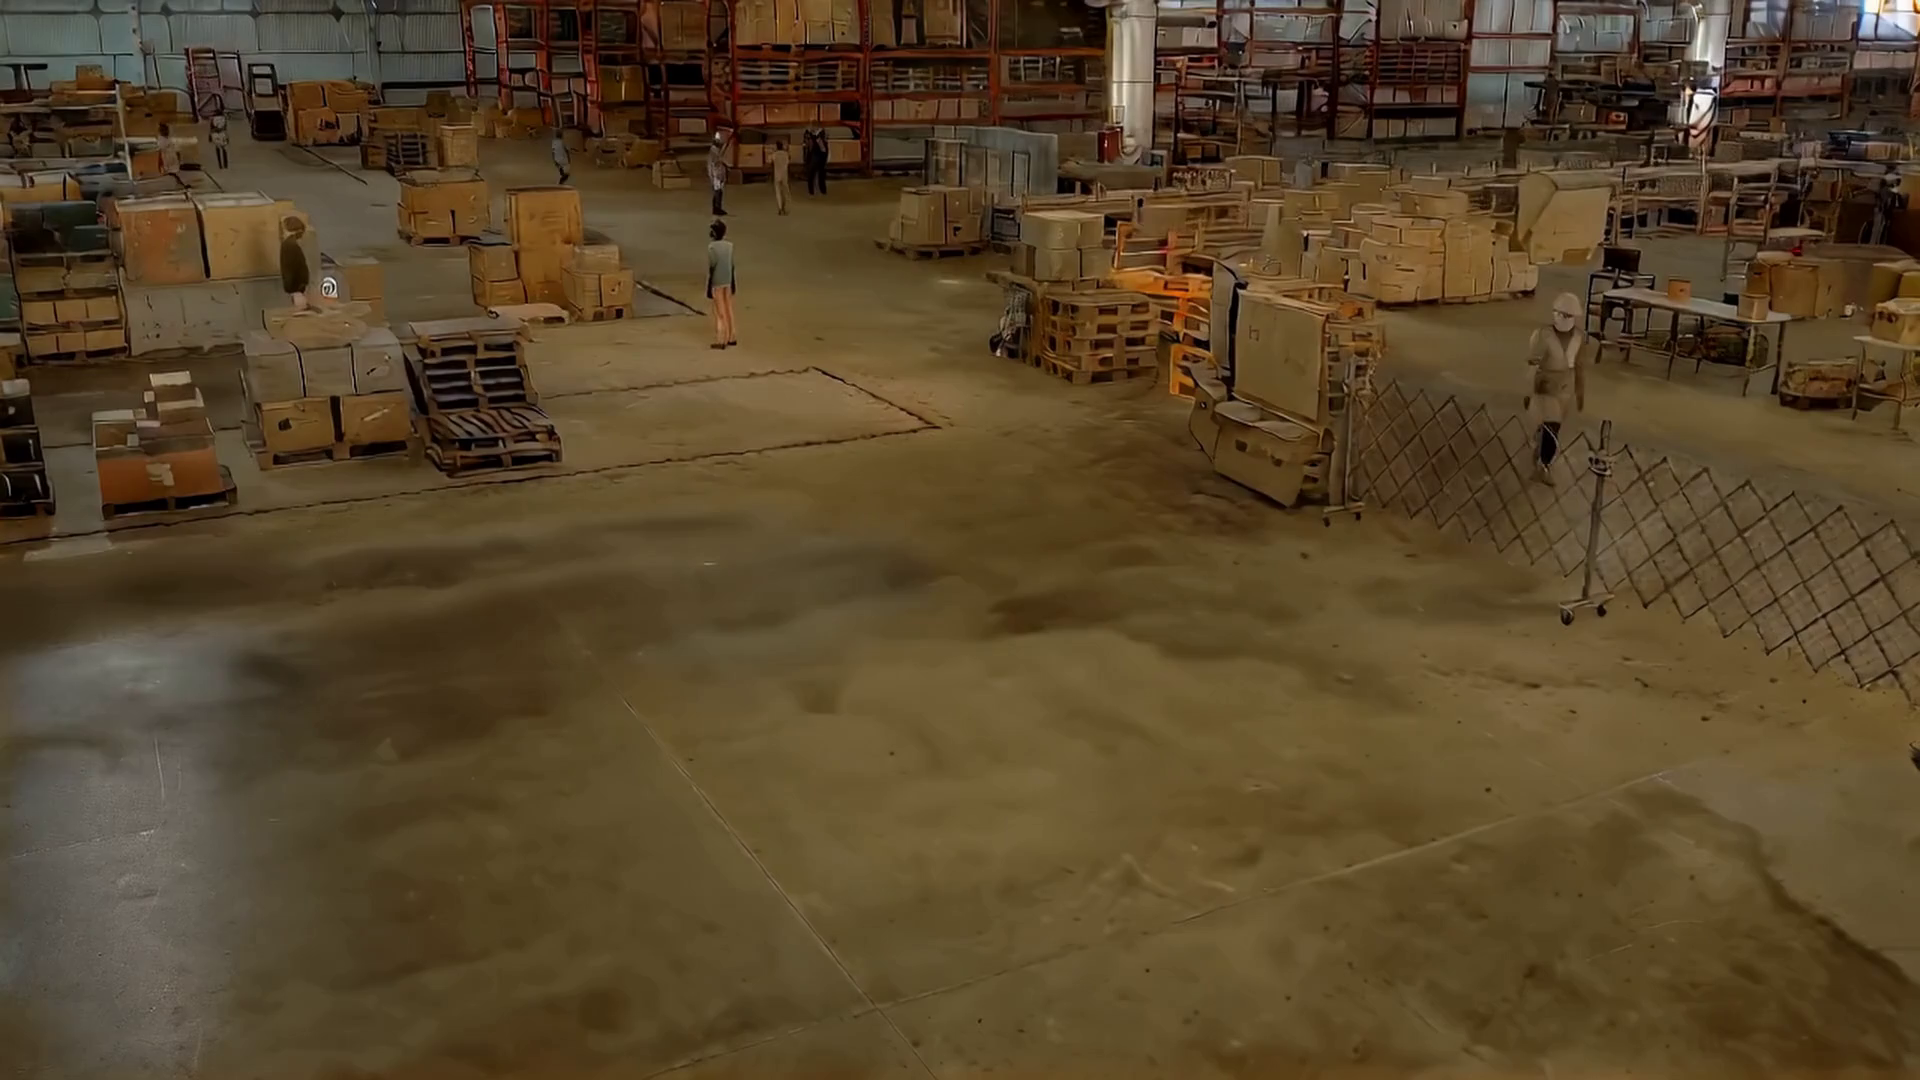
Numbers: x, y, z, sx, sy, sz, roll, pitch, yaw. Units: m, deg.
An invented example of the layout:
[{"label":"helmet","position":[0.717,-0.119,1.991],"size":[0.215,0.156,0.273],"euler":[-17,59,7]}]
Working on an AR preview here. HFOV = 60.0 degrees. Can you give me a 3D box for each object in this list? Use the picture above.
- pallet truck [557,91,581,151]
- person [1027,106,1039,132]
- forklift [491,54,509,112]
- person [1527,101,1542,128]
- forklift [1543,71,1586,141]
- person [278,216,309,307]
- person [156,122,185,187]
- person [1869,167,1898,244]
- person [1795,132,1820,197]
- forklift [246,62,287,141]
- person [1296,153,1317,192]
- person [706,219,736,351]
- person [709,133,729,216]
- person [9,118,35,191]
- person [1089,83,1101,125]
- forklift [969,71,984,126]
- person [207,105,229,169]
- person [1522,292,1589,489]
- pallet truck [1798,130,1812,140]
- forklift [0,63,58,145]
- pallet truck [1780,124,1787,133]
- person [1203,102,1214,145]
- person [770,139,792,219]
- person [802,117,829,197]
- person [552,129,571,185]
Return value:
[{"label":"pallet truck","position":[-13.495,-14.412,57.188],"size":[0.823,1.965,1.885],"euler":[-3,18,-9]},{"label":"person","position":[2.266,-13.092,53.557],"size":[0.531,1.698,0.320],"euler":[6,19,19]},{"label":"forklift","position":[-19.651,-19.550,71.784],"size":[1.873,2.768,1.129],"euler":[-9,20,-26]},{"label":"person","position":[18.634,-13.259,53.759],"size":[0.983,1.892,0.636],"euler":[-12,21,-33]},{"label":"forklift","position":[18.685,-13.231,52.085],"size":[1.873,2.768,1.129],"euler":[-9,20,-26]},{"label":"person","position":[-9.220,-3.494,23.149],"size":[0.374,1.997,0.613],"euler":[-6,19,-17]},{"label":"person","position":[-20.431,-9.837,43.052],"size":[0.616,1.927,0.978],"euler":[3,18,8]},{"label":"person","position":[18.193,-6.459,32.778],"size":[0.320,1.762,0.522],"euler":[8,19,23]},{"label":"person","position":[21.986,-9.733,43.155],"size":[0.539,1.658,0.785],"euler":[16,24,40]},{"label":"forklift","position":[-25.608,-16.177,61.268],"size":[1.129,2.768,1.873],"euler":[-9,20,-26]},{"label":"person","position":[7.285,-7.289,35.300],"size":[0.804,1.806,0.595],"euler":[-10,20,-28]},{"label":"person","position":[-3.435,-3.653,23.861],"size":[0.319,1.866,0.532],"euler":[14,23,37]},{"label":"person","position":[-5.676,-8.626,39.251],"size":[0.372,1.933,0.552],"euler":[6,19,17]},{"label":"person","position":[-25.123,-10.309,44.521],"size":[0.587,1.920,0.391],"euler":[5,19,16]},{"label":"person","position":[5.554,-18.188,69.161],"size":[0.702,1.881,0.489],"euler":[1,18,4]},{"label":"forklift","position":[0.382,-13.513,52.963],"size":[1.873,2.768,1.129],"euler":[-9,20,-26]},{"label":"person","position":[-22.734,-12.382,51.028],"size":[0.553,1.906,0.933],"euler":[-5,19,-16]},{"label":"person","position":[6.055,-1.503,16.889],"size":[0.642,2.028,0.424],"euler":[-3,18,-9]},{"label":"pallet truck","position":[25.526,-11.556,49.408],"size":[1.630,1.274,0.653],"euler":[-9,20,-26]},{"label":"forklift","position":[-33.566,-15.610,59.499],"size":[1.873,2.768,1.129],"euler":[-9,20,-26]},{"label":"pallet truck","position":[25.206,-12.542,52.601],"size":[1.601,1.201,0.680],"euler":[0,18,-2]},{"label":"person","position":[8.552,-14.348,57.590],"size":[0.525,1.616,0.505],"euler":[-1,18,-2]},{"label":"person","position":[-4.186,-8.438,38.858],"size":[0.538,1.831,0.965],"euler":[-1,18,-2]},{"label":"person","position":[-3.732,-9.926,43.132],"size":[0.687,2.000,0.538],"euler":[1,18,2]},{"label":"person","position":[-10.552,-10.020,43.983],"size":[0.548,1.686,0.449],"euler":[10,20,29]}]
